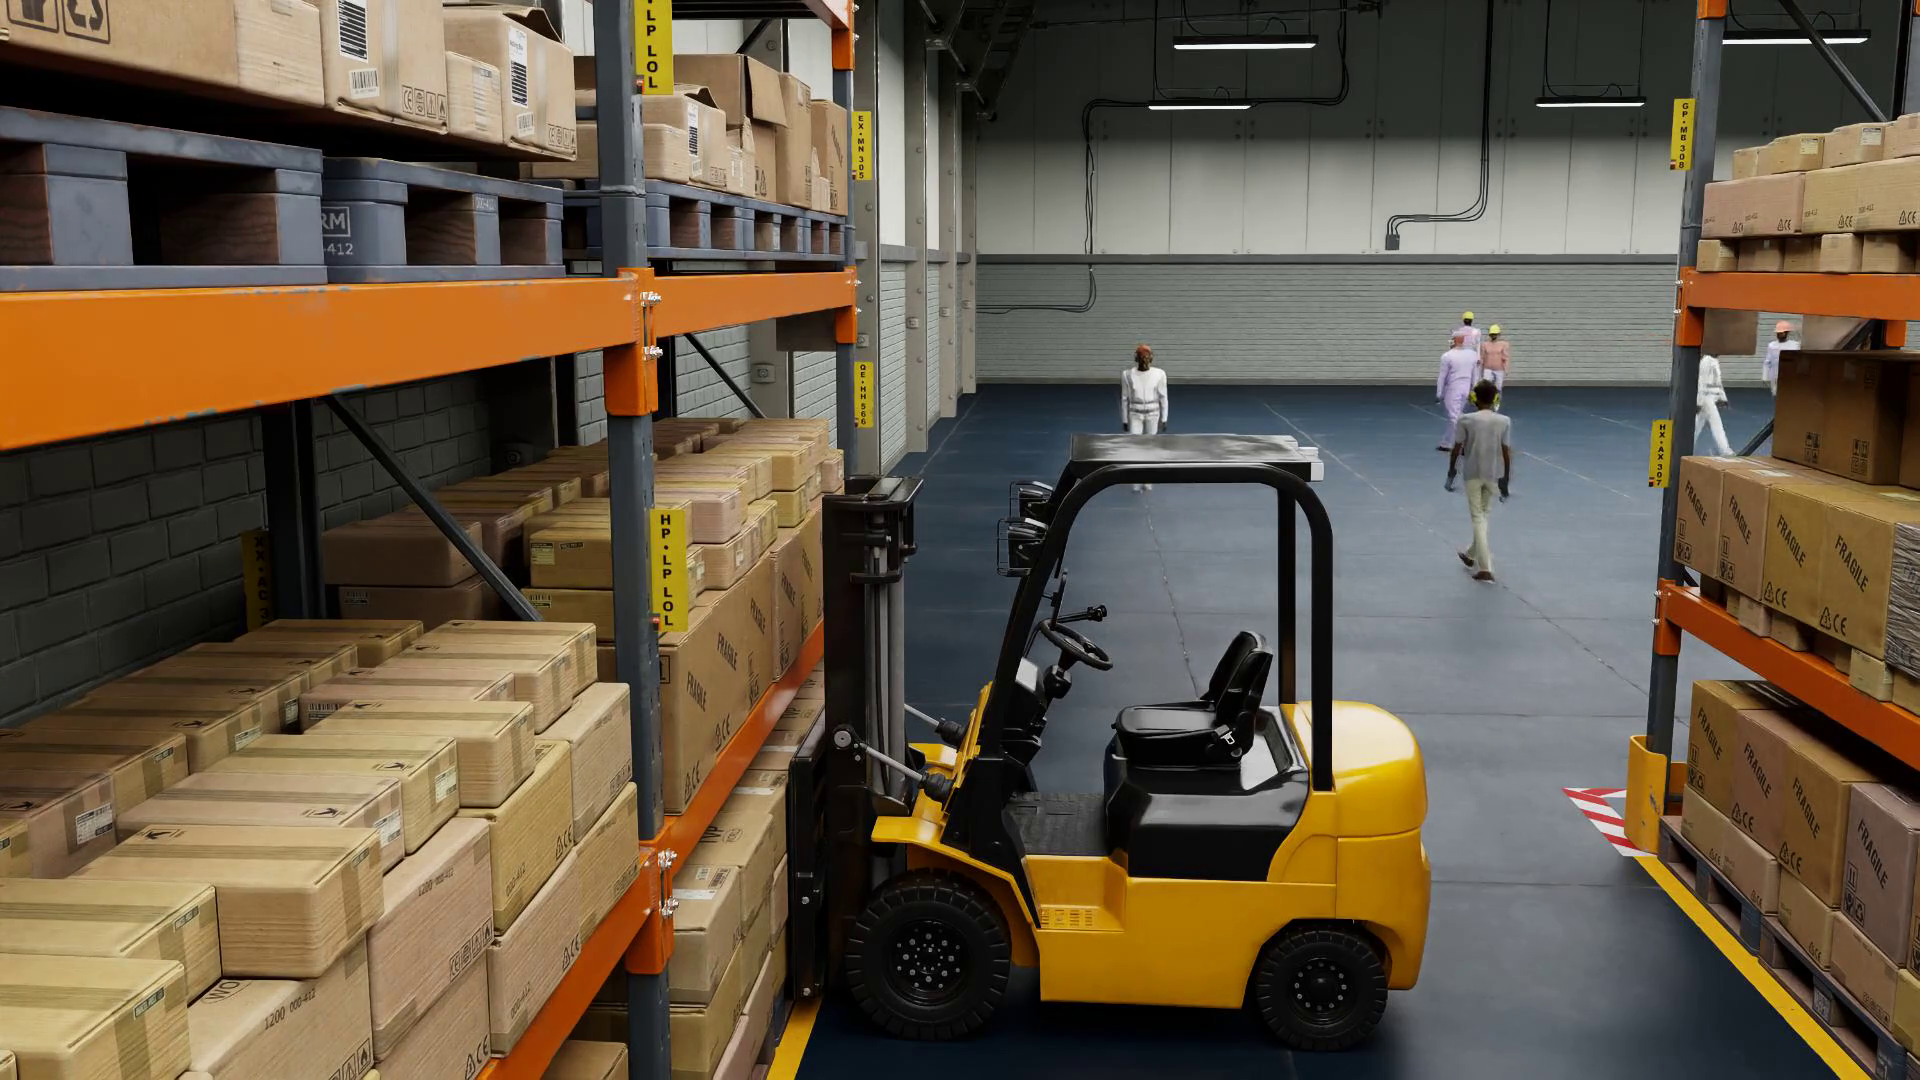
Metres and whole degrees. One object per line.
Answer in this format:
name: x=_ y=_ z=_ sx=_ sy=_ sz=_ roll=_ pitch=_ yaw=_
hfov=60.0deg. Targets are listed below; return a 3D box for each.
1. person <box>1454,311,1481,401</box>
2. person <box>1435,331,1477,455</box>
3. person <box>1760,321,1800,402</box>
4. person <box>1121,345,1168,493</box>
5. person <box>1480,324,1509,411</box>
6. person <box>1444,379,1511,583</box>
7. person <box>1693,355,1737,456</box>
person: x=10.661 y=-3.860 z=34.997 sx=0.603 sy=1.910 sz=0.447 roll=5 pitch=11 yaw=30
person: x=7.592 y=-2.239 z=25.326 sx=0.665 sy=1.881 sz=0.900 roll=-5 pitch=10 yaw=-26
person: x=14.001 y=-2.783 z=28.490 sx=0.720 sy=1.909 sz=0.565 roll=-6 pitch=11 yaw=-34
person: x=2.331 y=-1.516 z=21.005 sx=0.593 sy=1.851 sz=0.870 roll=1 pitch=9 yaw=6
person: x=10.334 y=-3.300 z=32.159 sx=0.528 sy=1.746 sz=0.736 roll=4 pitch=10 yaw=23
person: x=4.755 y=-0.562 z=15.339 sx=0.497 sy=1.818 sz=0.969 roll=-1 pitch=9 yaw=-7
person: x=10.929 y=-2.005 z=23.985 sx=0.973 sy=1.838 sz=0.594 roll=6 pitch=11 yaw=30
